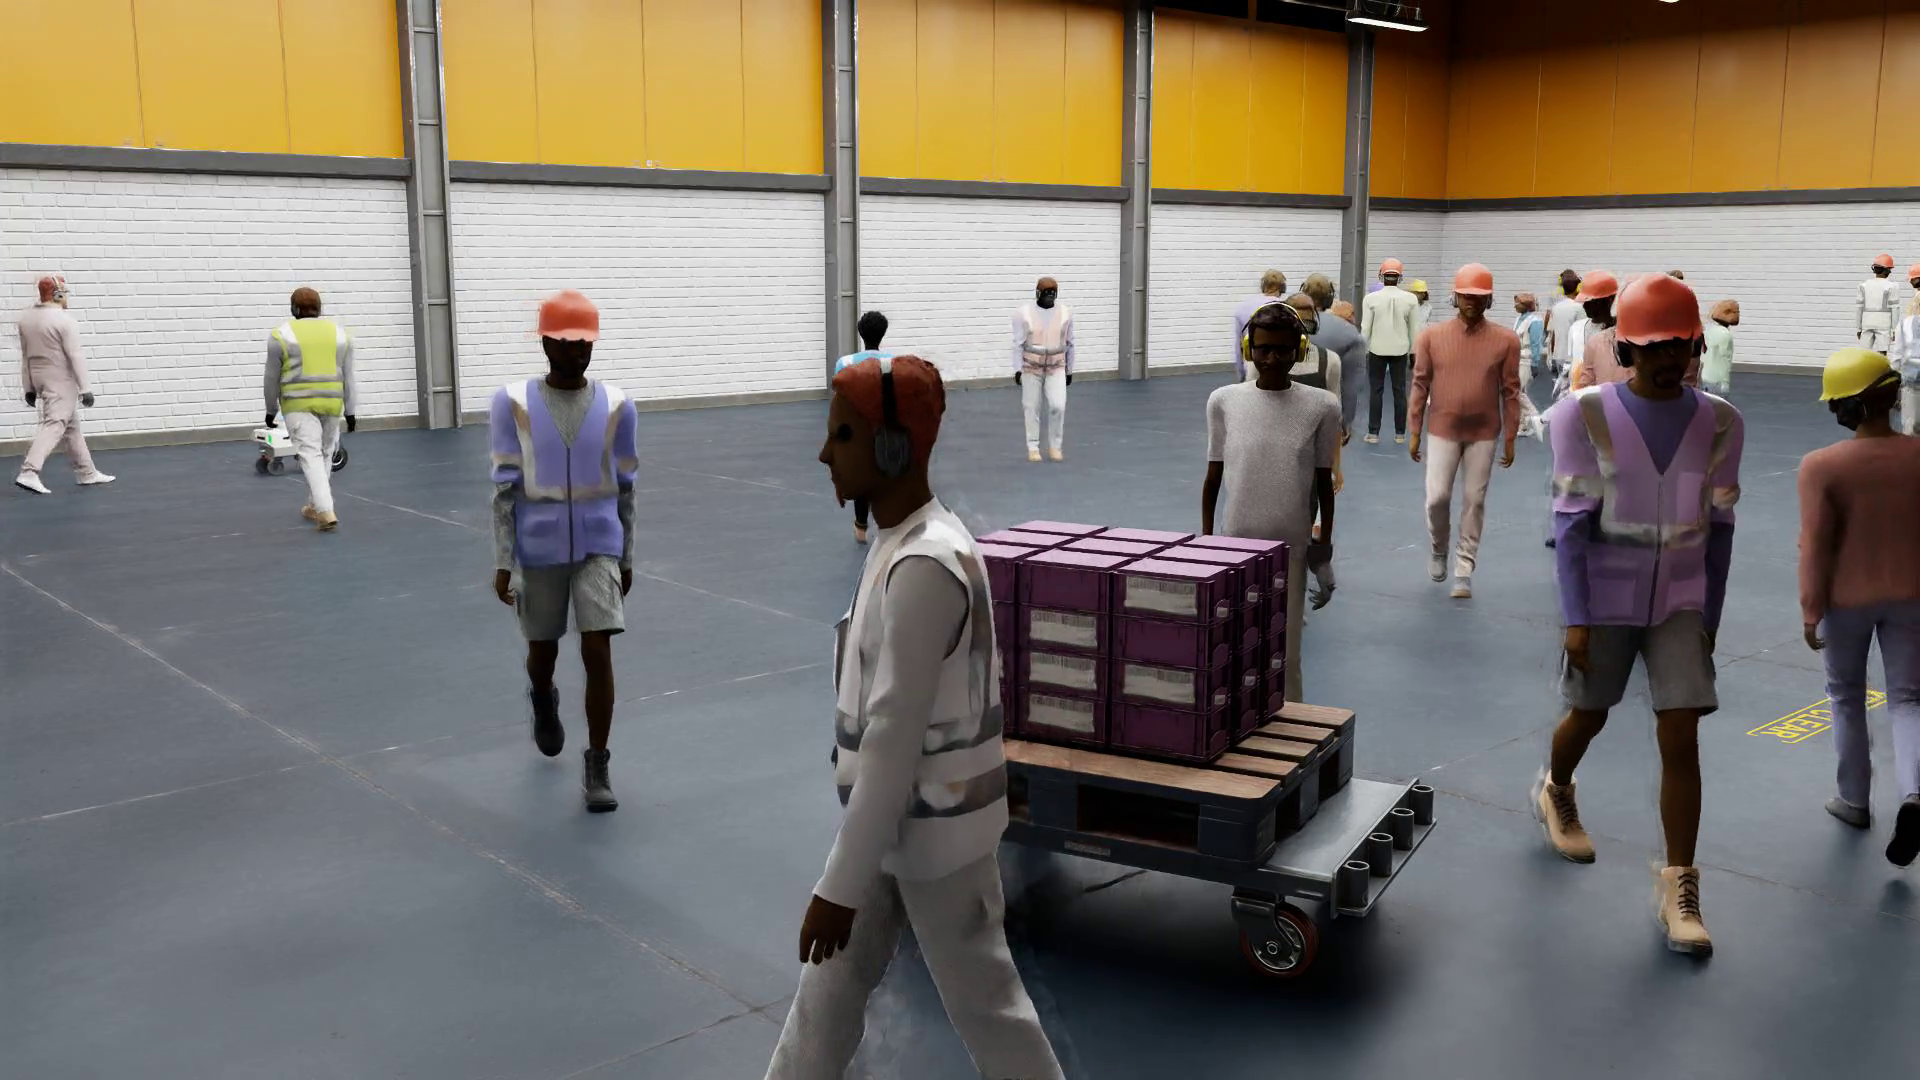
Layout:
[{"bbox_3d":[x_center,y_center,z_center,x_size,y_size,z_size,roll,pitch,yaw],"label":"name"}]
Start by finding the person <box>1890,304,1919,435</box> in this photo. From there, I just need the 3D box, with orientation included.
[{"bbox_3d":[8.639,-1.408,14.864,0.593,1.818,0.497,6,11,30],"label":"person"}]

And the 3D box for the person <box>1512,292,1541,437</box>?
[{"bbox_3d":[6.260,-1.937,18.508,0.364,1.625,0.515,0,10,-1],"label":"person"}]

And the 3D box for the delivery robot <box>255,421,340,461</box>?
[{"bbox_3d":[-6.205,-0.952,15.582,0.477,0.478,0.707,10,14,44],"label":"delivery robot"}]

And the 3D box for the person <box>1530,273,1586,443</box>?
[{"bbox_3d":[6.375,-1.890,17.588,0.651,1.845,0.556,-3,10,-15],"label":"person"}]

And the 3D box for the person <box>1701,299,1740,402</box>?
[{"bbox_3d":[7.293,-1.539,16.206,0.518,1.613,0.518,2,10,11],"label":"person"}]

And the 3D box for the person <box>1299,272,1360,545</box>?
[{"bbox_3d":[2.294,-0.809,11.028,0.639,1.917,0.423,1,10,3],"label":"person"}]

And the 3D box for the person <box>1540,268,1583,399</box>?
[{"bbox_3d":[8.469,-2.887,23.395,0.544,1.855,0.616,1,10,7],"label":"person"}]

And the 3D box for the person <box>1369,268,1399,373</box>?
[{"bbox_3d":[7.327,-3.806,28.779,0.570,1.849,0.384,10,14,44],"label":"person"}]

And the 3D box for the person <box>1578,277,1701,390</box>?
[{"bbox_3d":[3.775,-0.519,9.372,0.649,1.907,0.409,6,12,33],"label":"person"}]

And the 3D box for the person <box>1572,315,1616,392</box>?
[{"bbox_3d":[4.233,-0.648,10.854,0.537,1.657,0.860,2,10,12],"label":"person"}]

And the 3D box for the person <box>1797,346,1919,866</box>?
[{"bbox_3d":[3.105,0.212,5.622,0.555,1.717,0.756,2,10,13],"label":"person"}]

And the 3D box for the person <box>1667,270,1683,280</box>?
[{"bbox_3d":[9.202,-2.568,21.556,0.627,1.846,0.429,-5,11,-27],"label":"person"}]

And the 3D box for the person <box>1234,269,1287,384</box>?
[{"bbox_3d":[2.772,-1.499,15.119,0.643,1.910,0.527,6,11,32],"label":"person"}]

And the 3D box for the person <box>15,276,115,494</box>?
[{"bbox_3d":[-7.811,-1.345,14.354,0.662,1.865,0.989,5,11,28],"label":"person"}]

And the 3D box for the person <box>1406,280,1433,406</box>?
[{"bbox_3d":[6.233,-2.709,22.820,0.495,1.697,0.911,-2,10,-13],"label":"person"}]

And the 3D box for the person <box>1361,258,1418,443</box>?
[{"bbox_3d":[4.648,-2.046,18.054,0.623,1.992,0.392,1,10,3],"label":"person"}]

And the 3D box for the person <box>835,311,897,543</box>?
[{"bbox_3d":[-0.584,-0.738,11.390,0.542,1.655,0.861,-1,10,-6],"label":"person"}]

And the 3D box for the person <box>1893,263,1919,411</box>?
[{"bbox_3d":[12.460,-2.633,21.678,0.365,1.932,0.543,4,10,20],"label":"person"}]

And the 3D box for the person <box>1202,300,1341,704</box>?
[{"bbox_3d":[1.121,0.061,6.104,0.509,1.865,0.329,2,10,11],"label":"person"}]

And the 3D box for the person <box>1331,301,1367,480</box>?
[{"bbox_3d":[3.415,-1.353,15.090,0.532,1.614,0.427,5,11,26],"label":"person"}]

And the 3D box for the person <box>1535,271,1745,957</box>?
[{"bbox_3d":[2.084,0.165,5.173,0.597,1.994,1.031,1,10,4],"label":"person"}]

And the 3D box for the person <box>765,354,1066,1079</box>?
[{"bbox_3d":[-0.141,0.566,3.225,0.982,1.831,0.593,-1,10,-7],"label":"person"}]

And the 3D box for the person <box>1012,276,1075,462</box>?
[{"bbox_3d":[0.824,-1.662,16.310,0.642,1.820,0.565,-1,10,-6],"label":"person"}]

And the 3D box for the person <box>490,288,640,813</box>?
[{"bbox_3d":[-1.480,0.010,6.264,0.553,1.915,0.782,-3,10,-18],"label":"person"}]

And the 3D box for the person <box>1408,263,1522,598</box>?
[{"bbox_3d":[2.997,-0.648,9.893,0.640,1.980,0.474,2,10,13],"label":"person"}]

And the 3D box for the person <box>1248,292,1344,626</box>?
[{"bbox_3d":[1.828,-0.430,9.089,0.513,1.829,0.393,0,10,-2],"label":"person"}]

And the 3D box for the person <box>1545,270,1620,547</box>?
[{"bbox_3d":[4.322,-0.870,11.363,0.374,1.929,0.542,-7,12,-34],"label":"person"}]

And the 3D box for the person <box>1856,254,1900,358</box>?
[{"bbox_3d":[13.159,-3.060,23.850,0.374,2.044,0.607,-6,12,-33],"label":"person"}]

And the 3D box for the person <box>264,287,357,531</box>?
[{"bbox_3d":[-4.820,-0.982,12.406,0.619,1.804,0.940,-9,13,-43],"label":"person"}]
